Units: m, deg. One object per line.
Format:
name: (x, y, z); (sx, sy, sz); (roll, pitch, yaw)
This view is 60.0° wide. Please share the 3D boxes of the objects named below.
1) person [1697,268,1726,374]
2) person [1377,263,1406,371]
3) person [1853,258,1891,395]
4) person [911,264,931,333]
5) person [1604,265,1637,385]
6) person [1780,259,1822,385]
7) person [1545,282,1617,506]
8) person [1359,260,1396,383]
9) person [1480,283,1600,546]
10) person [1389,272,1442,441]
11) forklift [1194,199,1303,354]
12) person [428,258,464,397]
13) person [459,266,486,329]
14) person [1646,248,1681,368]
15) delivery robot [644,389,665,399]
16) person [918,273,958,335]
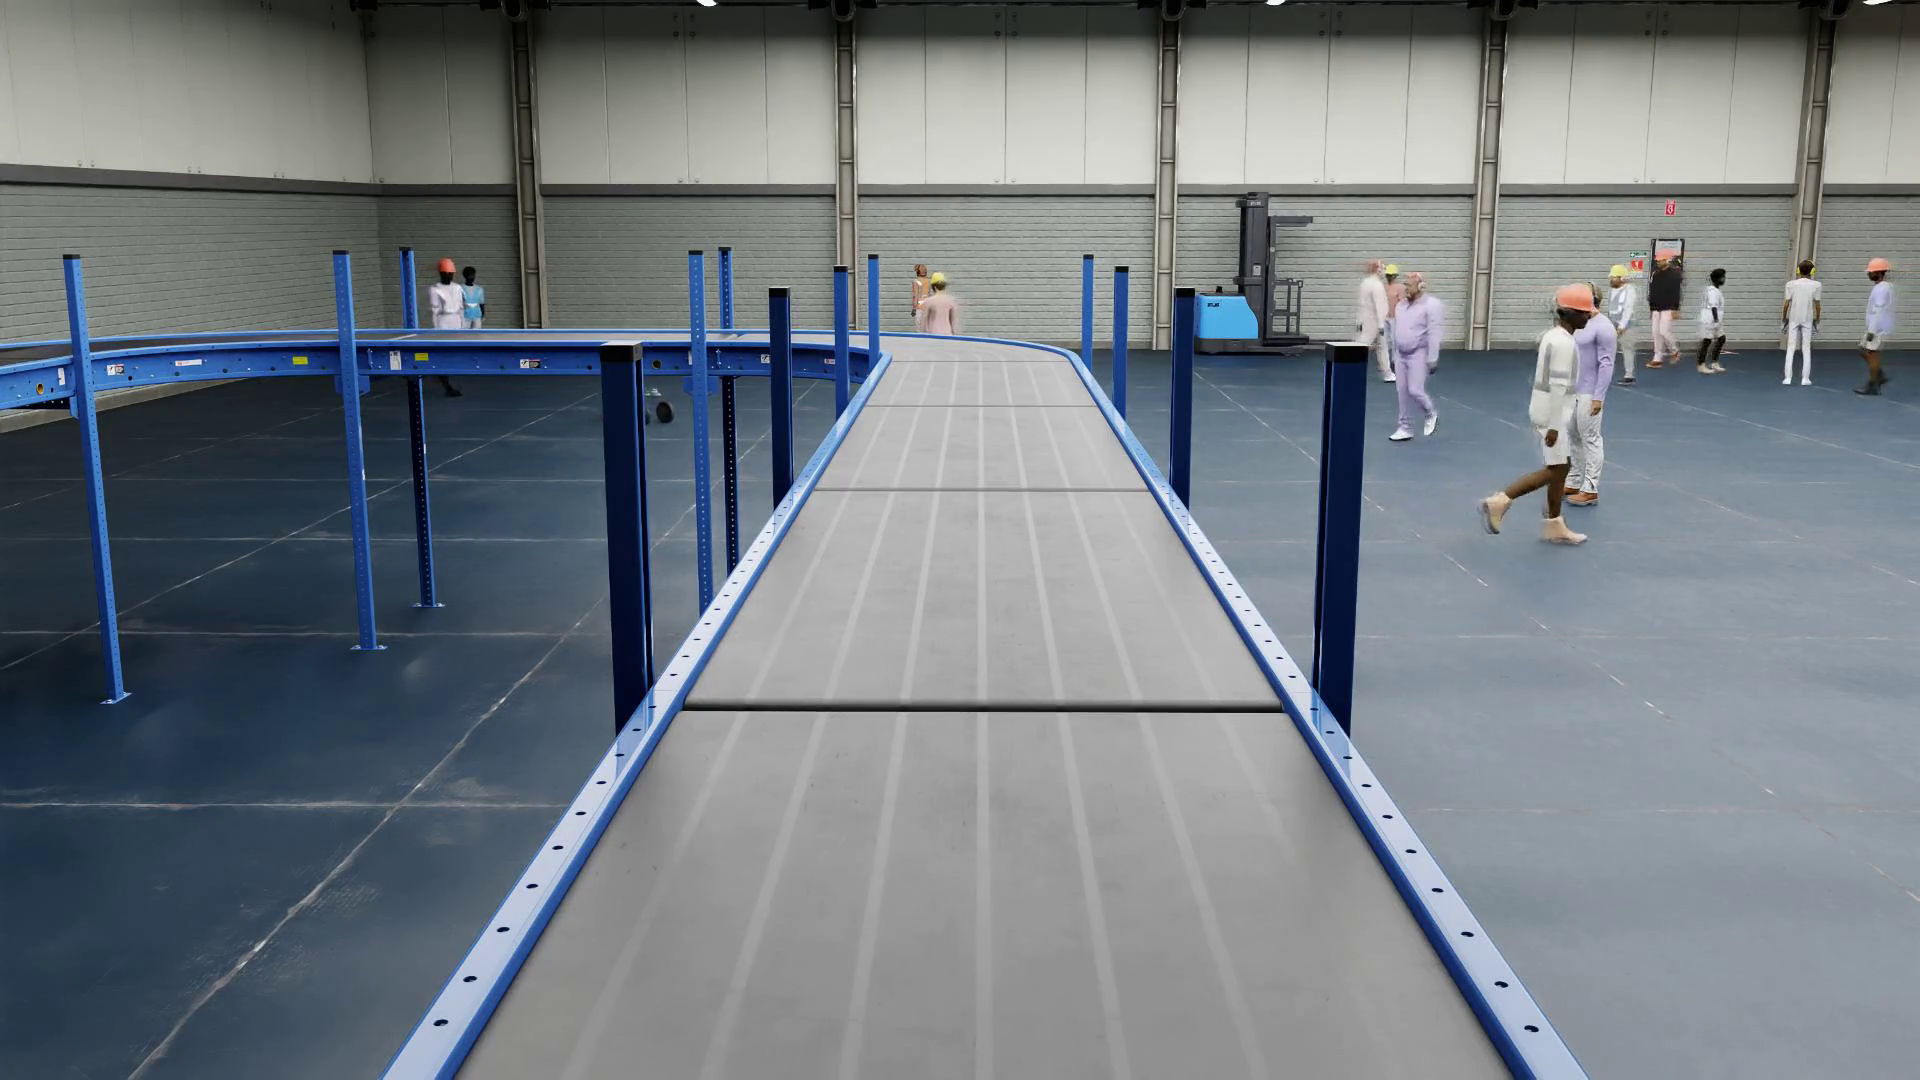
person: (12.090, -3.483, 26.536); (0.544, 1.676, 0.561); (6, 13, 30)
person: (7.109, -3.666, 27.340); (0.522, 1.751, 0.580); (10, 15, 43)
person: (12.949, -3.026, 23.572); (0.404, 1.921, 0.582); (6, 13, 28)
person: (-0.707, -4.233, 30.513); (0.309, 1.641, 0.515); (7, 13, 32)
person: (9.735, -3.190, 24.793); (0.940, 1.777, 0.591); (-4, 12, -21)
person: (12.594, -3.259, 24.919); (0.534, 1.868, 0.309); (6, 12, 27)
person: (5.470, -1.284, 14.587); (0.371, 1.941, 0.627); (-2, 11, -10)
person: (6.242, -3.299, 25.158); (1.005, 1.866, 0.655); (0, 11, 1)
person: (4.443, -0.953, 12.709); (0.743, 2.013, 0.648); (2, 11, 12)
person: (5.106, -2.059, 18.676); (0.487, 1.893, 0.669); (-7, 13, -31)
forklift: (5.313, -4.851, 30.603); (1.873, 2.768, 1.129); (0, 11, 1)
person: (-7.209, -2.989, 23.383); (0.507, 1.924, 0.560); (7, 13, 31)
person: (-8.082, -3.675, 27.485); (0.541, 1.686, 0.365); (-10, 15, -41)
person: (11.705, -3.851, 27.673); (0.481, 1.976, 0.645); (-4, 12, -19)
delivery robot: (-3.928, -1.868, 20.351); (0.698, 0.223, 0.335); (7, 13, 33)
person: (-0.328, -2.846, 23.163); (0.543, 1.711, 0.895); (-6, 13, -29)
